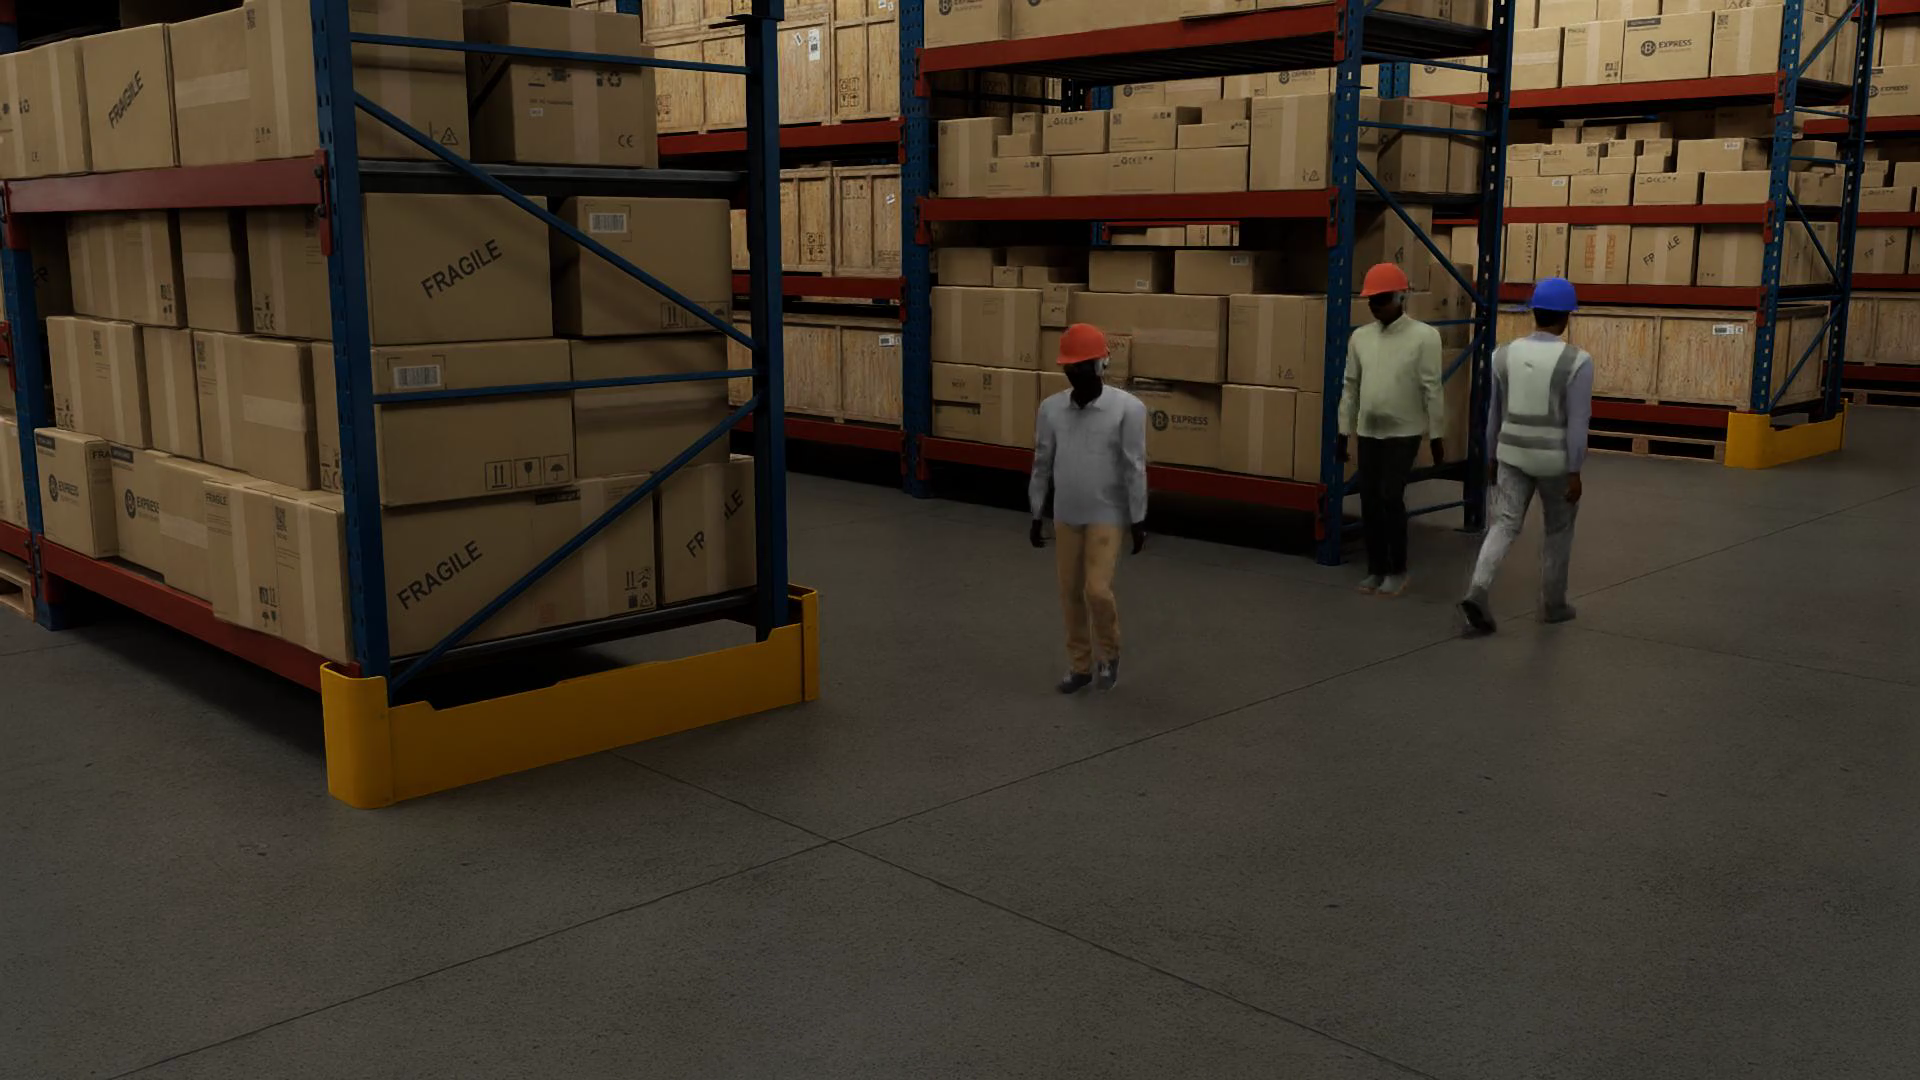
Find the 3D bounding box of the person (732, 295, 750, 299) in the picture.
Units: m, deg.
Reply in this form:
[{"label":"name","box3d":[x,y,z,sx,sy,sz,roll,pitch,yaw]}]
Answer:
[{"label":"person","box3d":[-3.093,-2.891,22.495,0.659,1.826,0.504,-9,14,-41]}]

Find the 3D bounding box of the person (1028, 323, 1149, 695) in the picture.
[{"label":"person","box3d":[0.570,-0.128,7.667,0.585,1.733,0.380,7,12,33]}]

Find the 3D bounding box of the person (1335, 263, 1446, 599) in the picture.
[{"label":"person","box3d":[2.478,-0.626,9.751,0.541,1.963,0.664,-10,14,-43]}]

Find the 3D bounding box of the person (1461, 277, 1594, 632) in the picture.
[{"label":"person","box3d":[3.072,-0.450,8.946,0.897,1.917,0.615,-9,14,-42]}]
